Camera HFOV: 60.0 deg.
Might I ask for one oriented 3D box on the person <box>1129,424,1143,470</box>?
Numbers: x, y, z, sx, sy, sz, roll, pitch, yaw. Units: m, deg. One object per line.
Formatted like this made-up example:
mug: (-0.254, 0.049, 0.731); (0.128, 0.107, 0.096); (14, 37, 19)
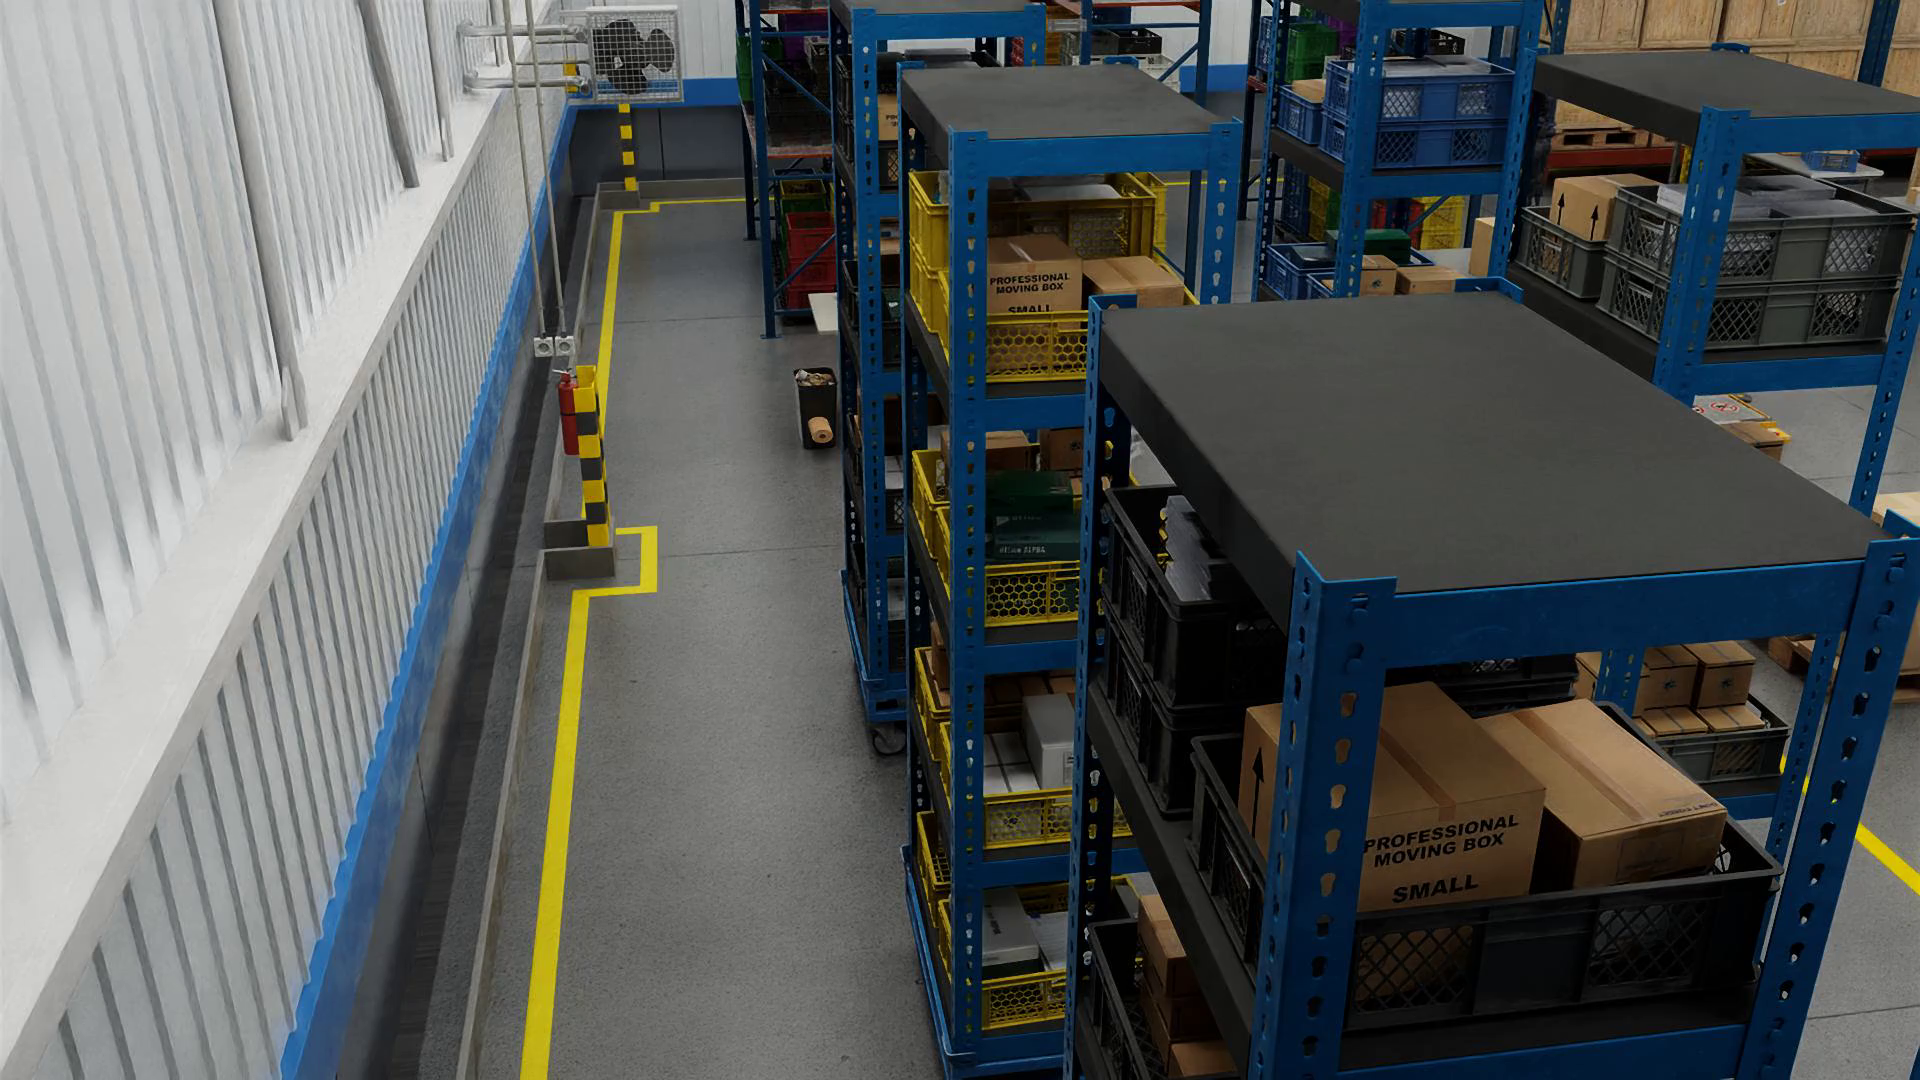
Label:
person: (0.903, -0.519, 9.497); (0.361, 1.882, 0.574); (1, 25, 2)

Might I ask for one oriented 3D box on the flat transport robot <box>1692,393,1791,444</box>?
flat transport robot: (5.224, -0.859, 12.132); (1.431, 0.197, 0.652); (-4, 25, -8)

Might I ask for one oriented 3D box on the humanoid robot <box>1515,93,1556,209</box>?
humanoid robot: (6.301, -4.384, 18.131); (0.315, 1.653, 0.602); (1, 25, 2)
